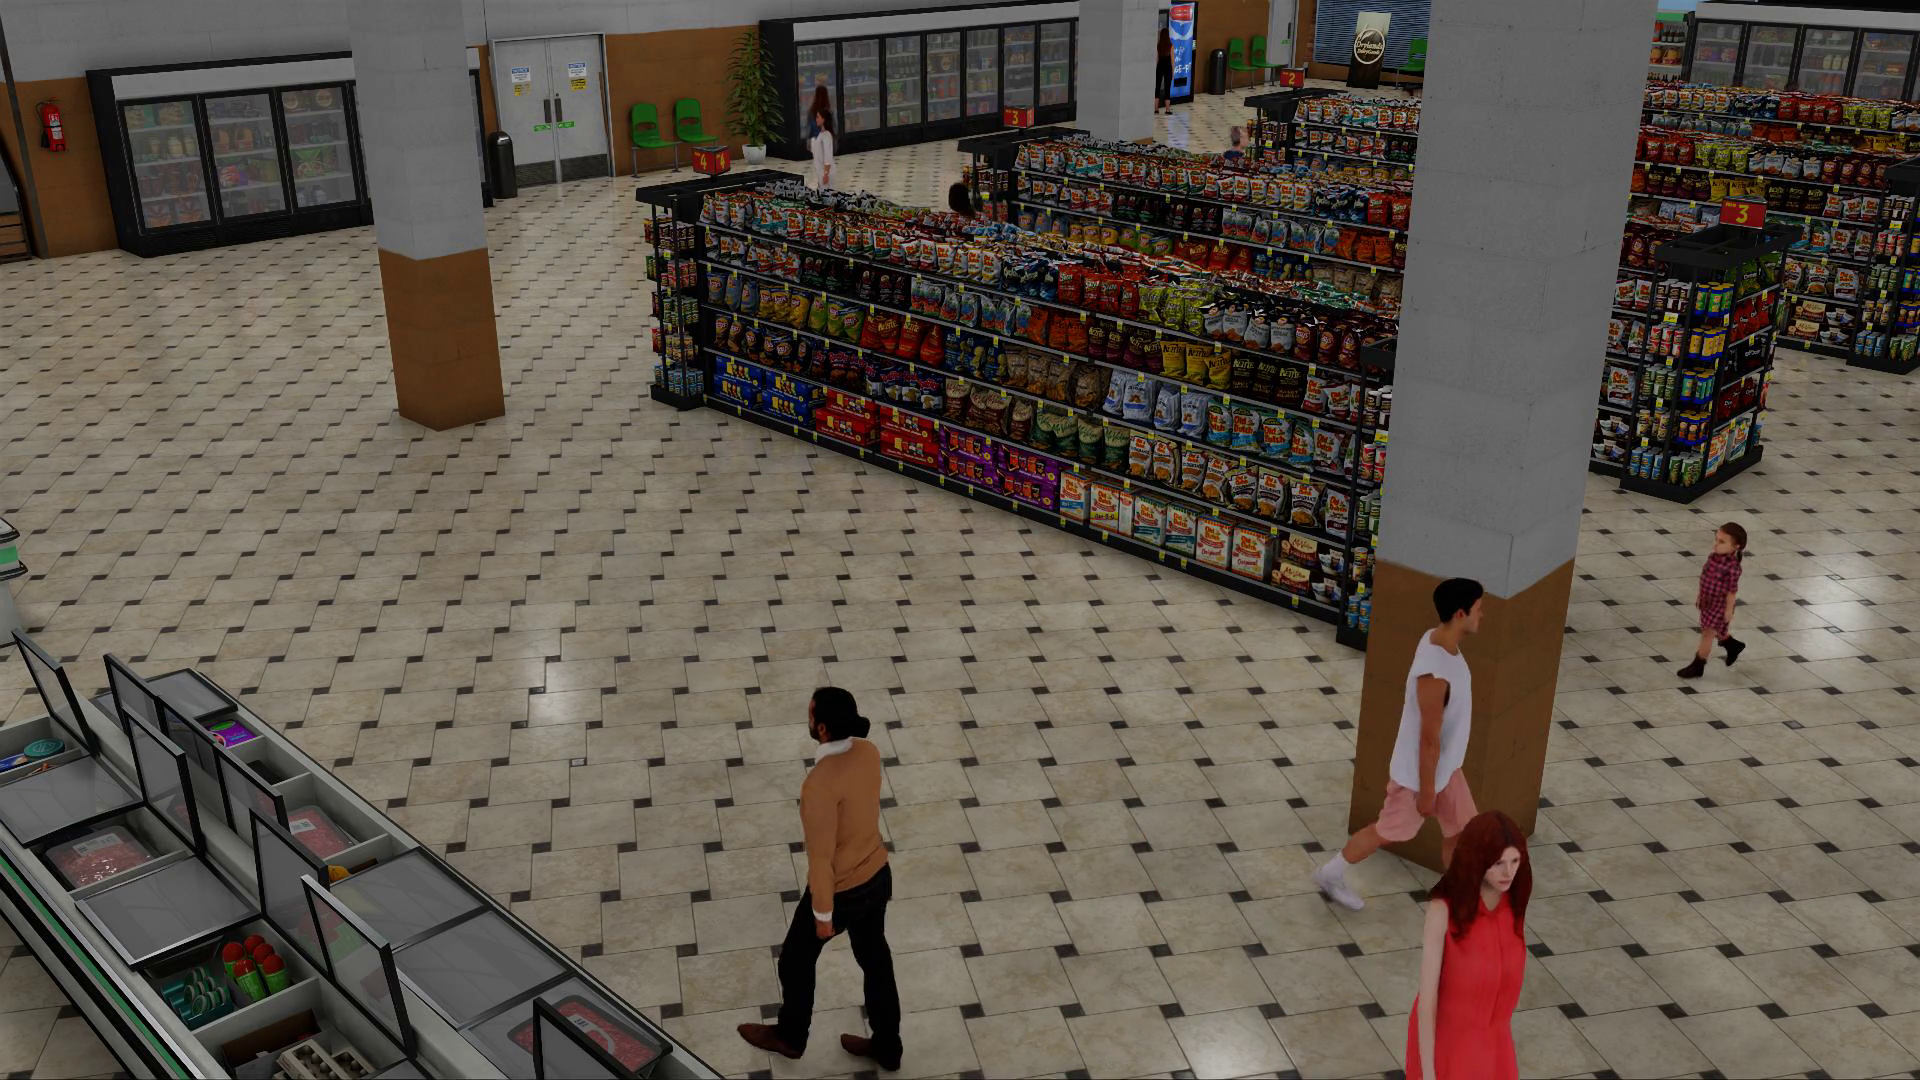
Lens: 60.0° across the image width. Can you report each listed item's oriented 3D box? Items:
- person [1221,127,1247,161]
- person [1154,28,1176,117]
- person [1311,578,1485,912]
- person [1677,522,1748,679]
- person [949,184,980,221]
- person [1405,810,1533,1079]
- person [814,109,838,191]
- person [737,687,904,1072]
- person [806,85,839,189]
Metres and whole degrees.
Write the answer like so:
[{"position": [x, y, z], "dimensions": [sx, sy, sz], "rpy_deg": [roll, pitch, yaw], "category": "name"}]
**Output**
[{"position": [3.282, -4.011, 19.994], "dimensions": [0.813, 1.869, 0.647], "rpy_deg": [-5, 22, -12], "category": "person"}, {"position": [4.176, -9.603, 34.104], "dimensions": [0.573, 1.726, 0.694], "rpy_deg": [8, 23, 19], "category": "person"}, {"position": [2.046, 1.017, 7.655], "dimensions": [1.269, 1.739, 0.949], "rpy_deg": [10, 24, 23], "category": "person"}, {"position": [4.694, 0.368, 10.238], "dimensions": [0.682, 1.017, 0.672], "rpy_deg": [-5, 22, -12], "category": "person"}, {"position": [0.082, -2.873, 17.473], "dimensions": [0.685, 1.636, 1.089], "rpy_deg": [-19, 28, -39], "category": "person"}, {"position": [1.692, 1.713, 5.836], "dimensions": [0.820, 1.804, 0.929], "rpy_deg": [-5, 22, -12], "category": "person"}, {"position": [-1.833, -5.072, 22.877], "dimensions": [0.749, 1.688, 0.664], "rpy_deg": [-3, 22, -8], "category": "person"}, {"position": [-0.400, 1.413, 6.676], "dimensions": [1.019, 1.733, 0.840], "rpy_deg": [11, 24, 25], "category": "person"}, {"position": [-2.117, -5.984, 25.153], "dimensions": [0.858, 1.683, 0.906], "rpy_deg": [3, 22, 8], "category": "person"}]
